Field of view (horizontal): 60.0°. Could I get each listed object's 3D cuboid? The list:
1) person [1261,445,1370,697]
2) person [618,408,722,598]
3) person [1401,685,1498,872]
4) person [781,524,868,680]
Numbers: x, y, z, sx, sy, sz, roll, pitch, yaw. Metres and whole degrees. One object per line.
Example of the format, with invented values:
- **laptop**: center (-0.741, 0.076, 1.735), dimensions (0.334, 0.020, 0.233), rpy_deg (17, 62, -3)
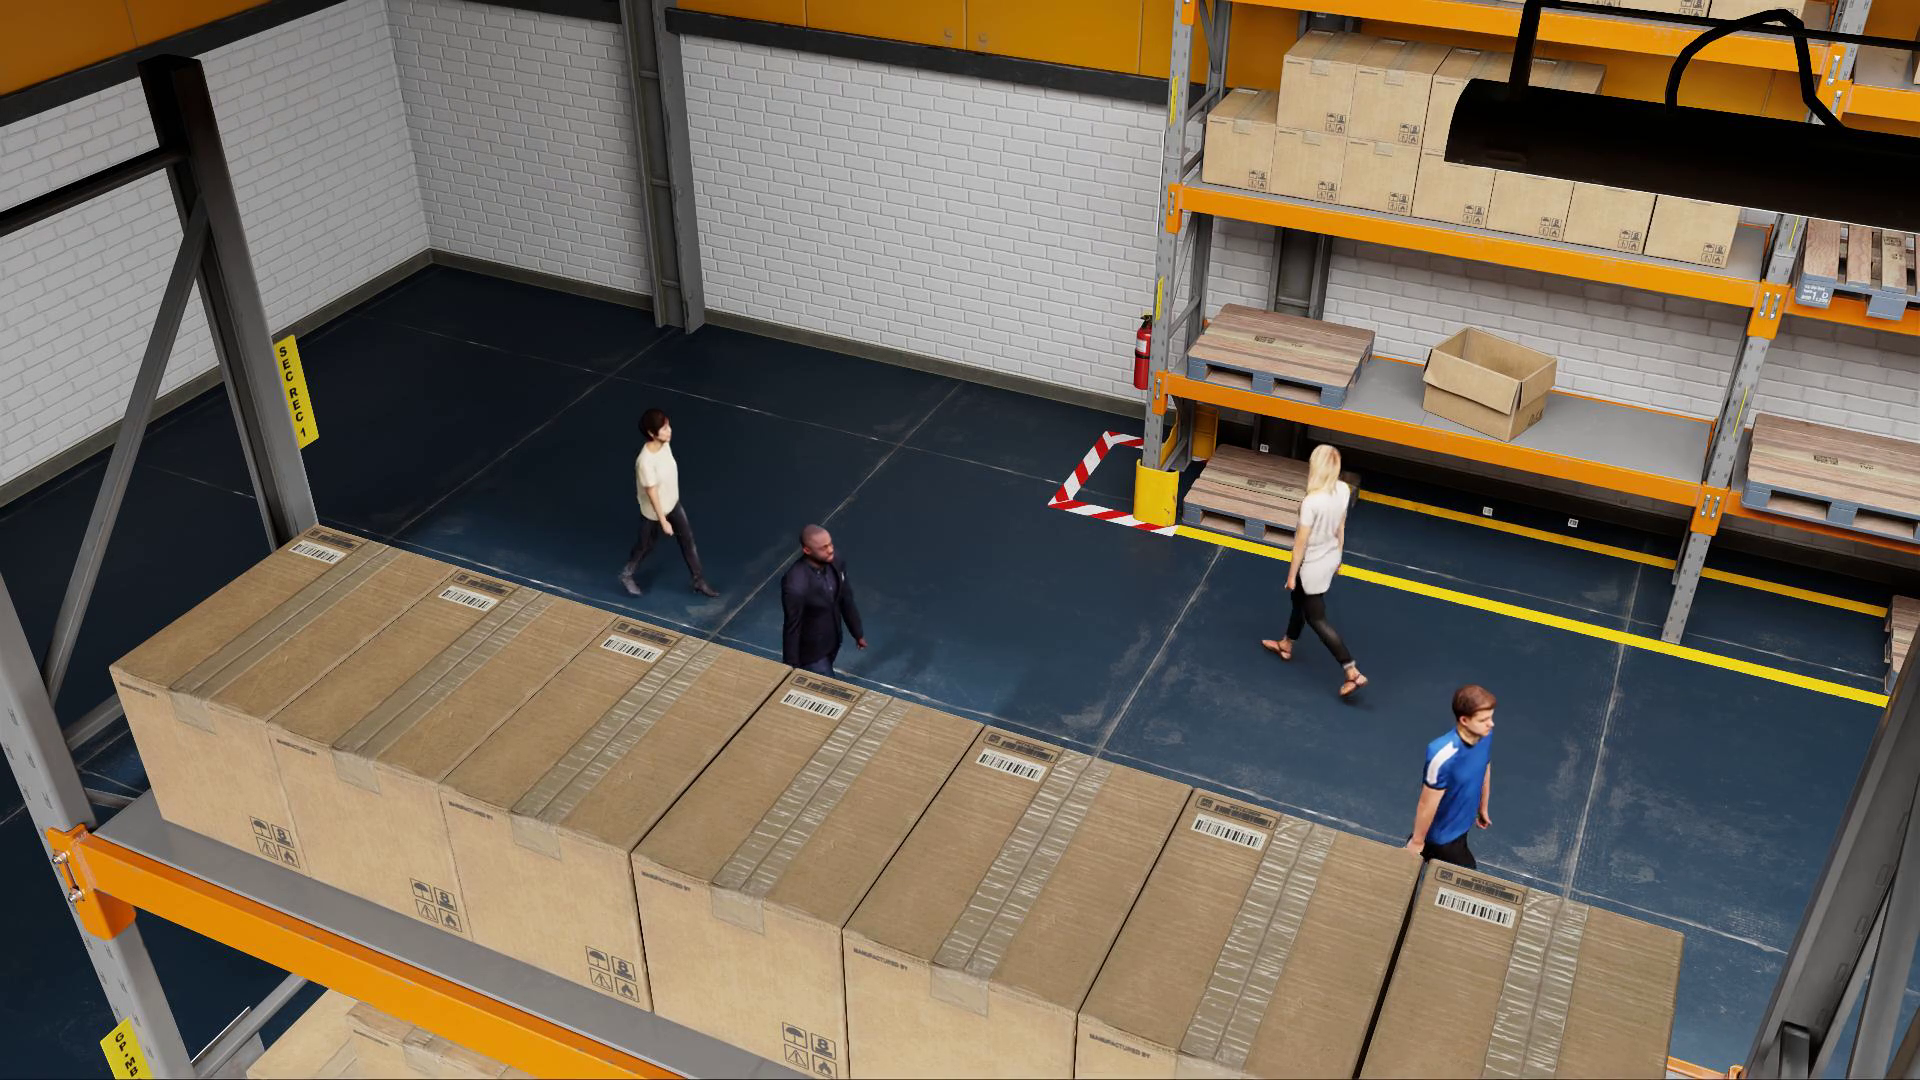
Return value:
- **person**: center (2.477, 0.226, 11.137), dimensions (0.902, 1.796, 1.219), rpy_deg (-29, 43, -36)
- **person**: center (-2.241, -0.218, 12.026), dimensions (1.024, 1.550, 0.672), rpy_deg (10, 35, 15)
- **person**: center (2.610, 1.511, 9.182), dimensions (1.285, 1.820, 0.911), rpy_deg (26, 41, 33)
- **person**: center (-0.967, 0.654, 10.514), dimensions (1.130, 1.772, 0.759), rpy_deg (17, 37, 24)
